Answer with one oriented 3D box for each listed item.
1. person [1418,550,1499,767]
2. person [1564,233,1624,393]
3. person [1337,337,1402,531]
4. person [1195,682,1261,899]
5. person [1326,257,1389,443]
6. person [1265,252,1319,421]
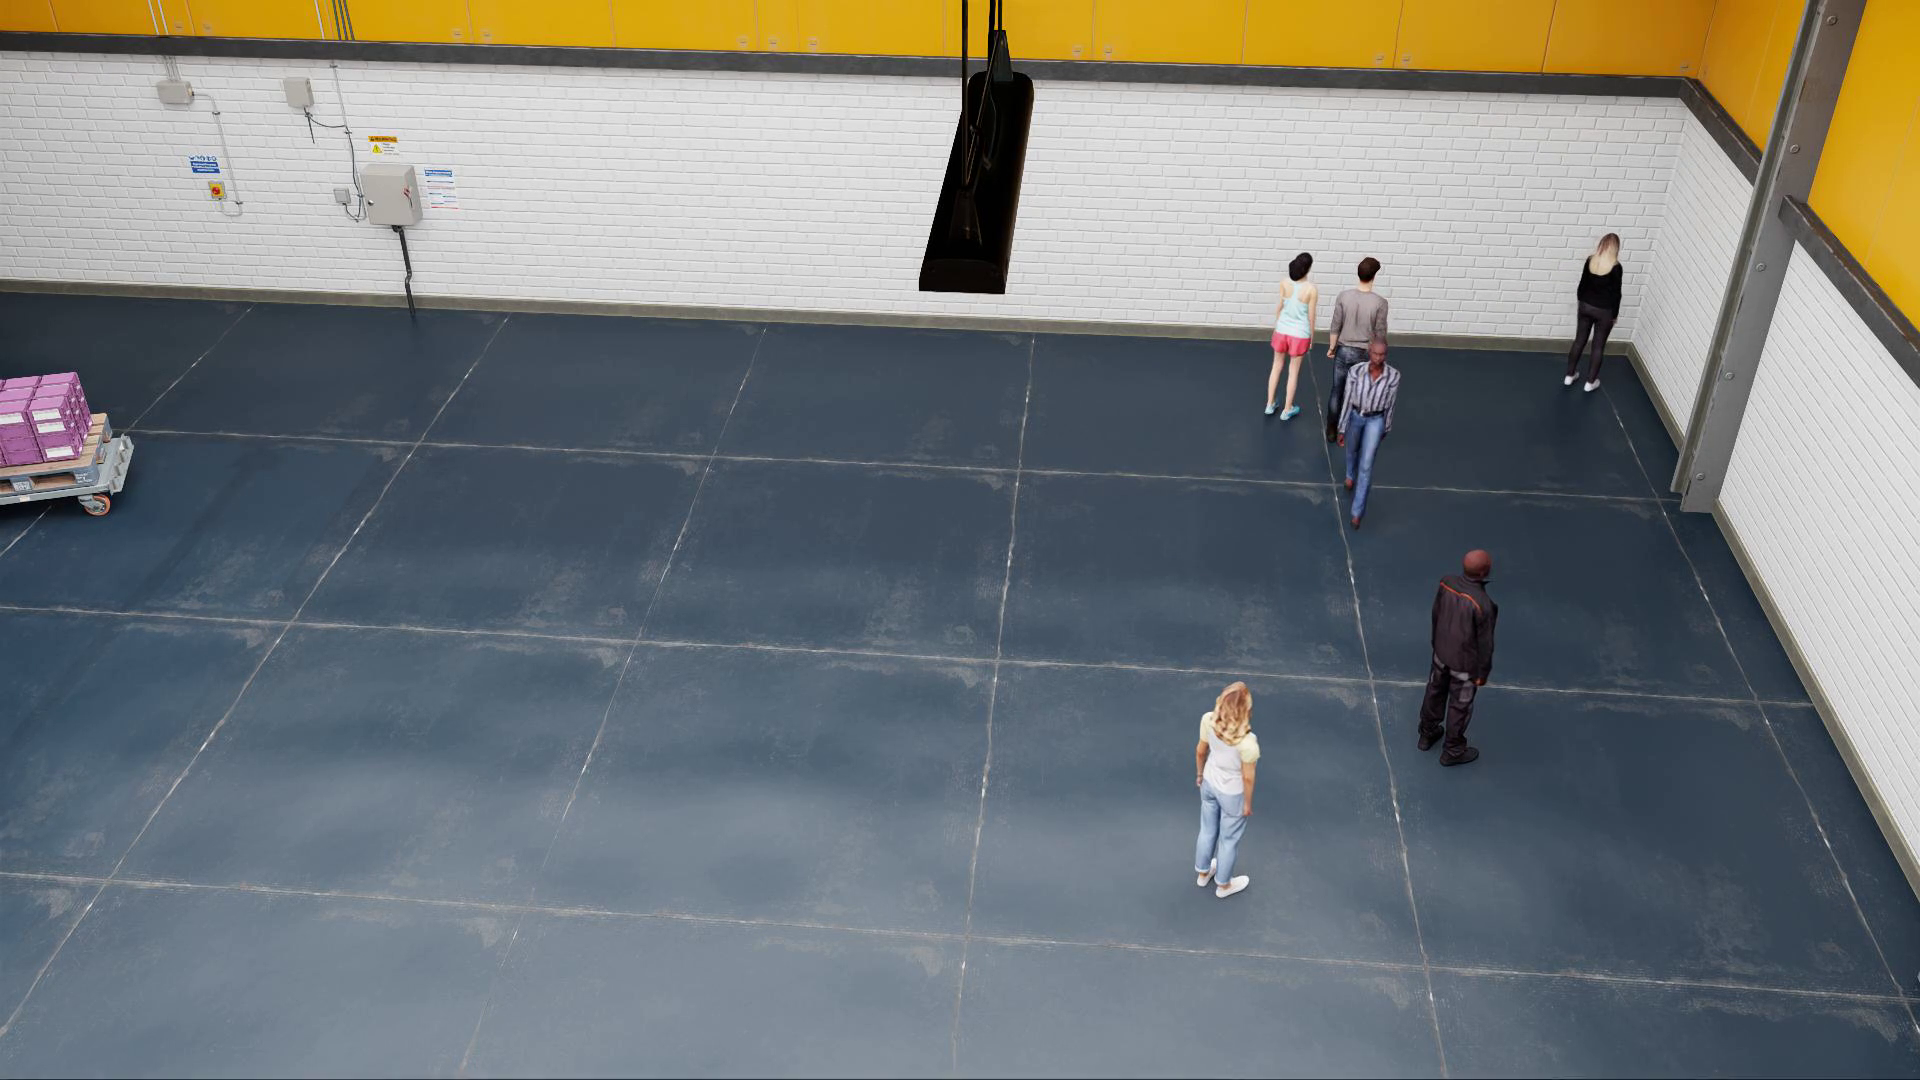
[{"bbox_3d":[3.627,0.833,12.110,0.853,1.825,0.767,-20,39,-28],"label":"person"},{"bbox_3d":[6.473,-2.330,16.997,0.743,1.683,0.688,-25,41,-33],"label":"person"},{"bbox_3d":[3.646,-1.064,15.040,0.788,1.739,1.200,9,35,14],"label":"person"},{"bbox_3d":[1.747,1.649,10.975,0.752,1.722,0.702,-28,42,-35],"label":"person"},{"bbox_3d":[3.804,-1.804,16.006,0.757,1.903,0.687,14,36,19],"label":"person"},{"bbox_3d":[3.298,-2.020,16.458,0.669,1.764,0.704,20,39,28],"label":"person"}]
